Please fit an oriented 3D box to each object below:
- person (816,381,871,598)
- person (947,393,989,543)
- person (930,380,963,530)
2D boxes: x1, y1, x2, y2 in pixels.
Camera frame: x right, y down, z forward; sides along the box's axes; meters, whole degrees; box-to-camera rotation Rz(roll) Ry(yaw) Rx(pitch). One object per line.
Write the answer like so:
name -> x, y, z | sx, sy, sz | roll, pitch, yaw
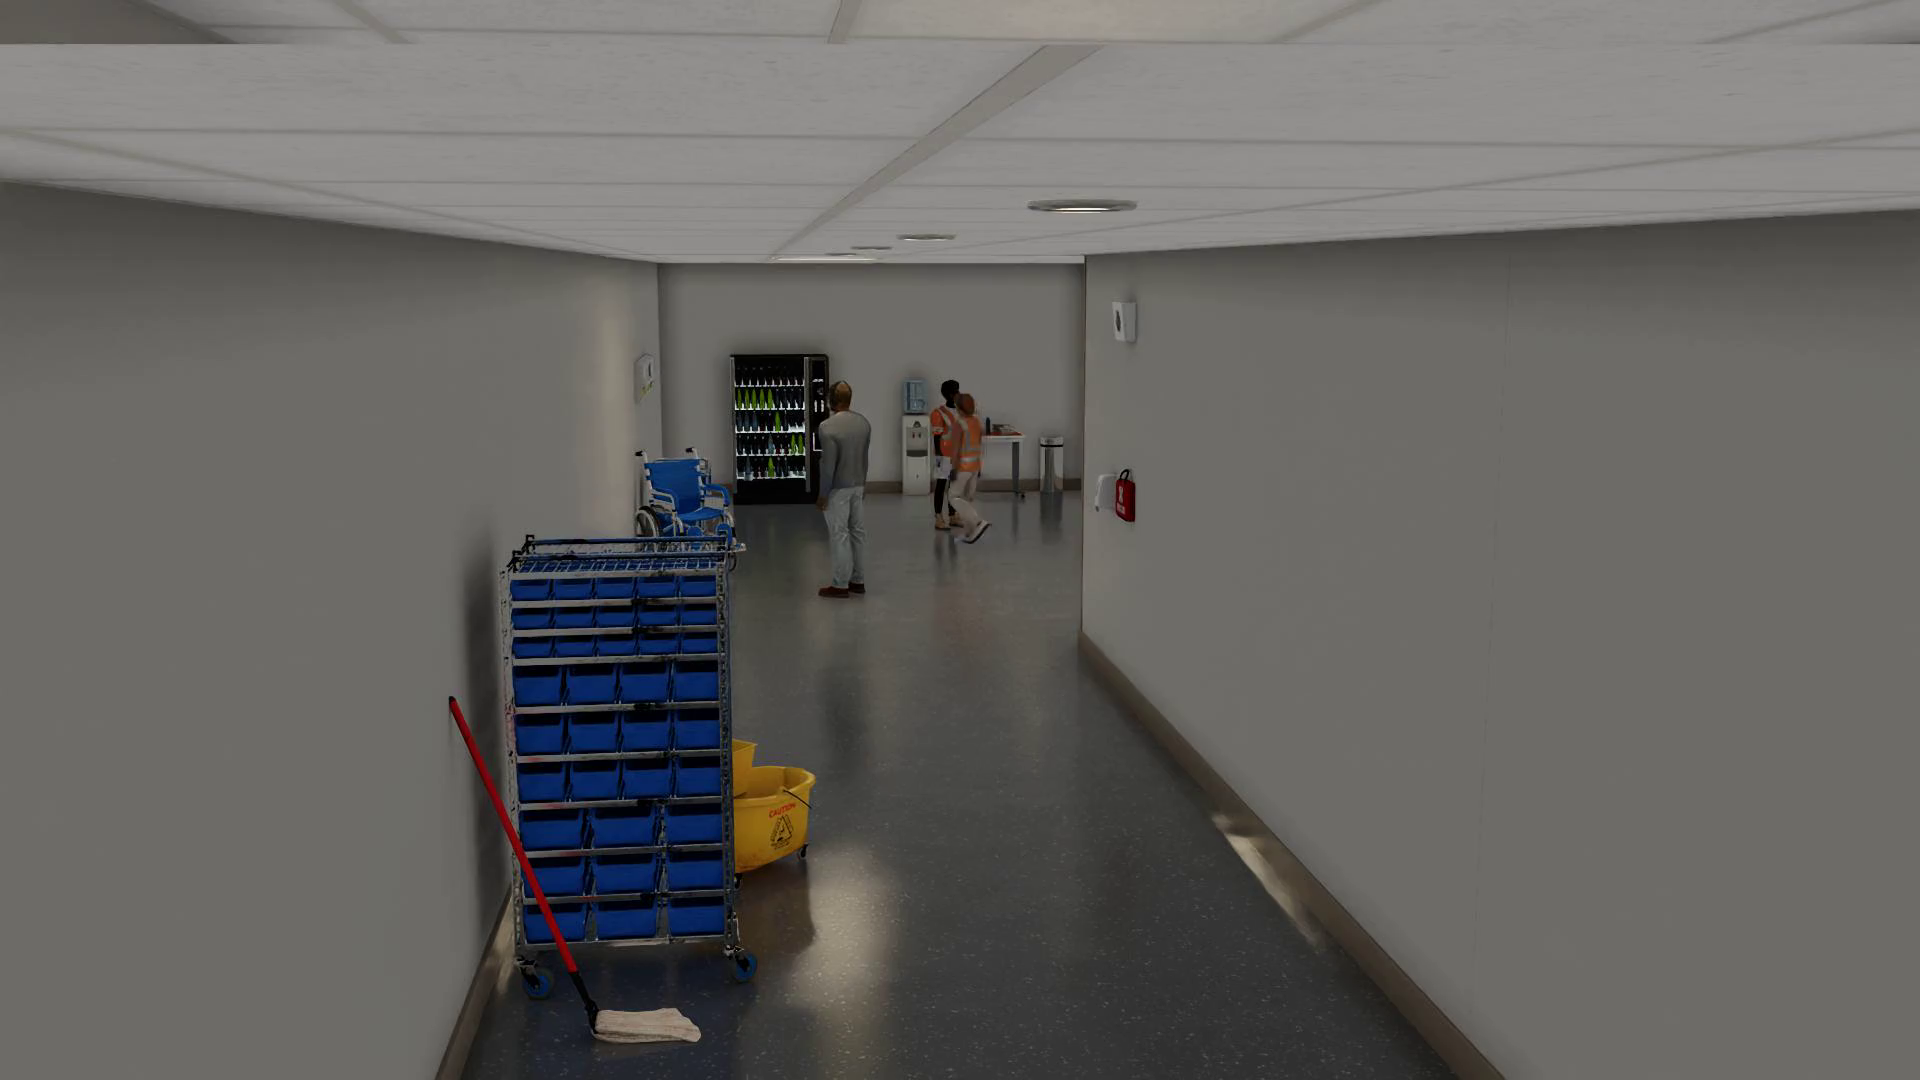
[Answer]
person -> -1.051, -0.449, 14.846 | 0.373, 1.940, 0.628 | 6, 11, 34
person -> 0.108, -0.750, 17.689 | 0.437, 1.623, 0.532 | 5, 11, 30
person -> -0.109, -0.963, 18.805 | 0.319, 1.696, 0.532 | 8, 12, 41
